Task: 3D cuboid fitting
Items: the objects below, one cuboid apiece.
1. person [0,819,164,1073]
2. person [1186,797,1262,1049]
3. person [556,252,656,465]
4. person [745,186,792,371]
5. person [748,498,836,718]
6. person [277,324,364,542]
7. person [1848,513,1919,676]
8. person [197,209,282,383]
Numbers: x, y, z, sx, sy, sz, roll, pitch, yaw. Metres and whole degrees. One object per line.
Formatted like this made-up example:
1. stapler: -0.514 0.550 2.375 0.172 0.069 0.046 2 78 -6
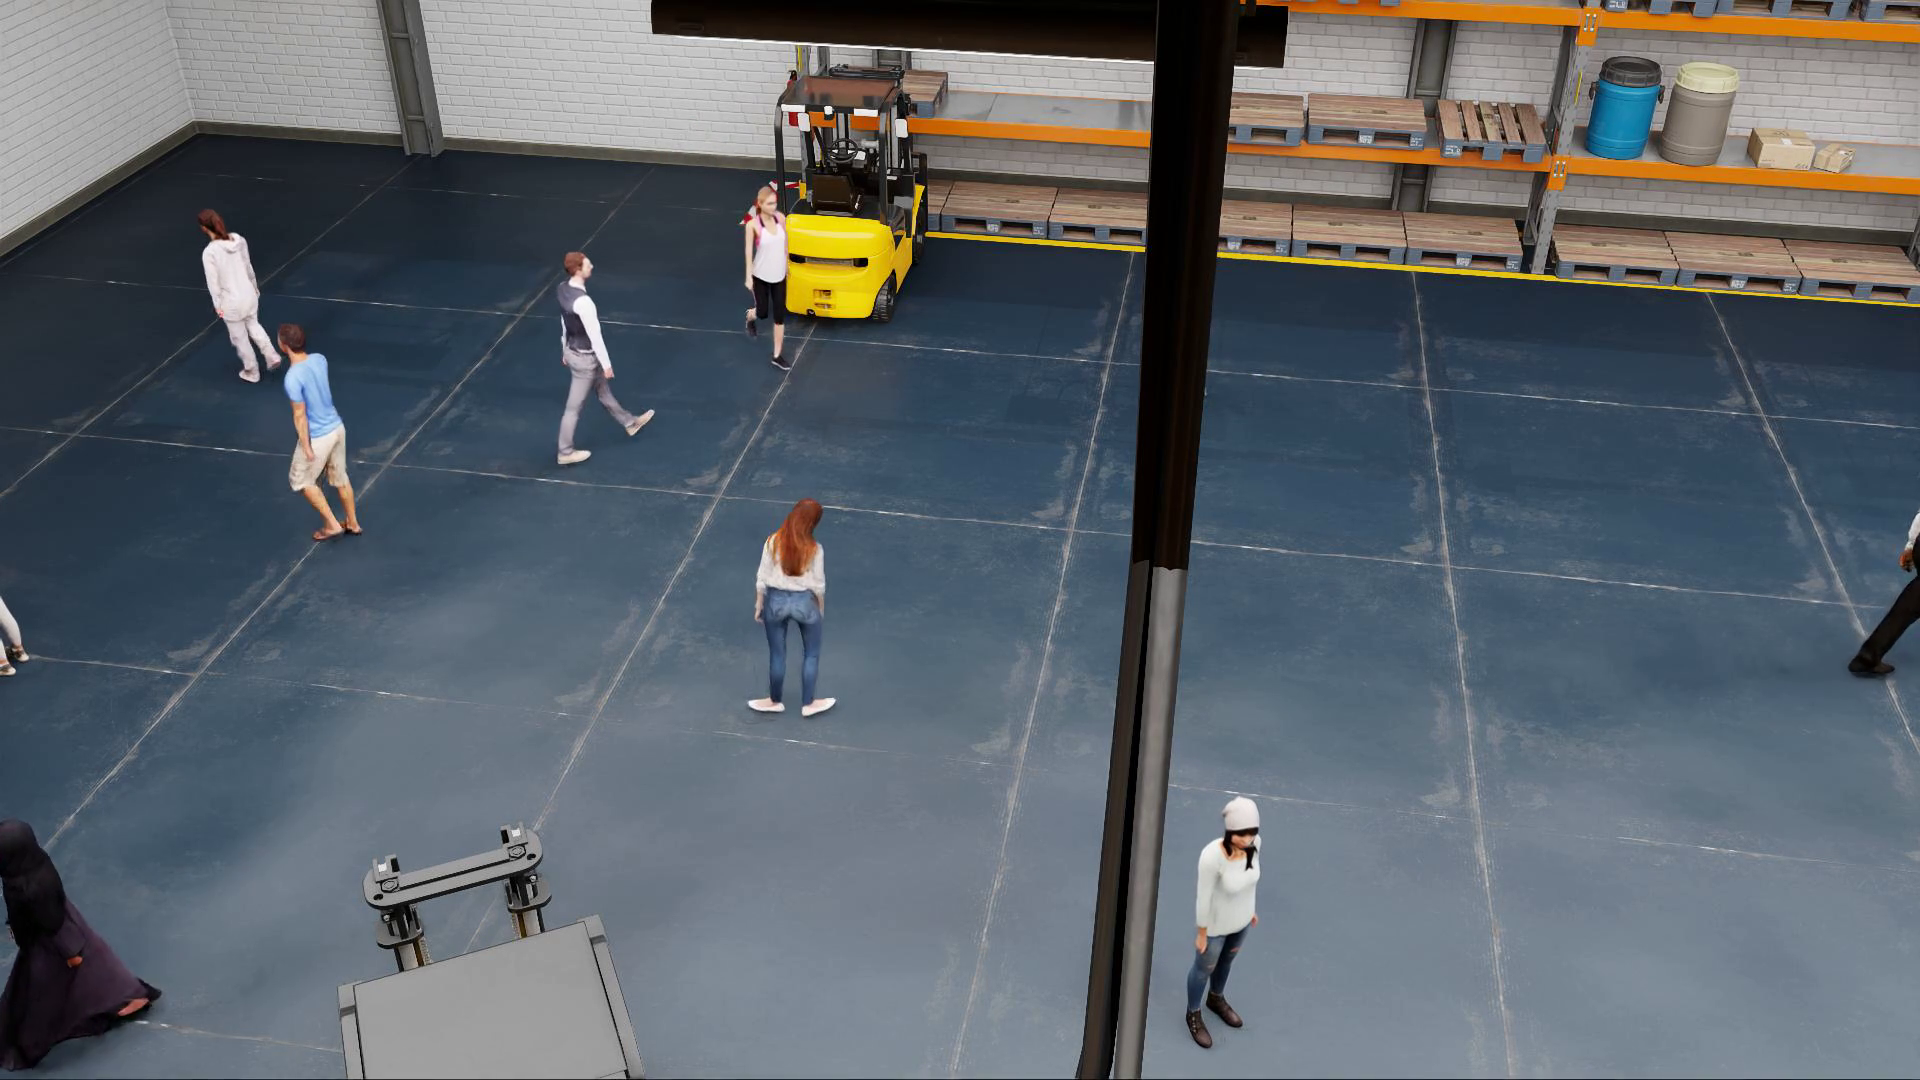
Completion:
1. person: -4.794 2.075 8.917 1.159 1.608 1.031 -17 37 -24
2. person: 1.422 2.023 8.957 0.633 1.651 0.695 -20 39 -28
3. person: -3.266 -1.499 14.037 1.265 1.895 1.172 -20 38 -27
4. person: -1.847 -2.506 15.670 1.052 1.764 1.108 -21 39 -28
5. person: -1.193 0.475 11.243 0.513 1.698 0.844 -6 34 -8
6. person: -4.948 -0.823 13.060 0.698 1.849 0.703 9 35 14
7. person: 6.695 0.179 11.536 1.329 1.868 0.931 -3 34 -4
8. person: -6.610 -2.224 15.324 0.786 1.676 0.746 17 37 23
